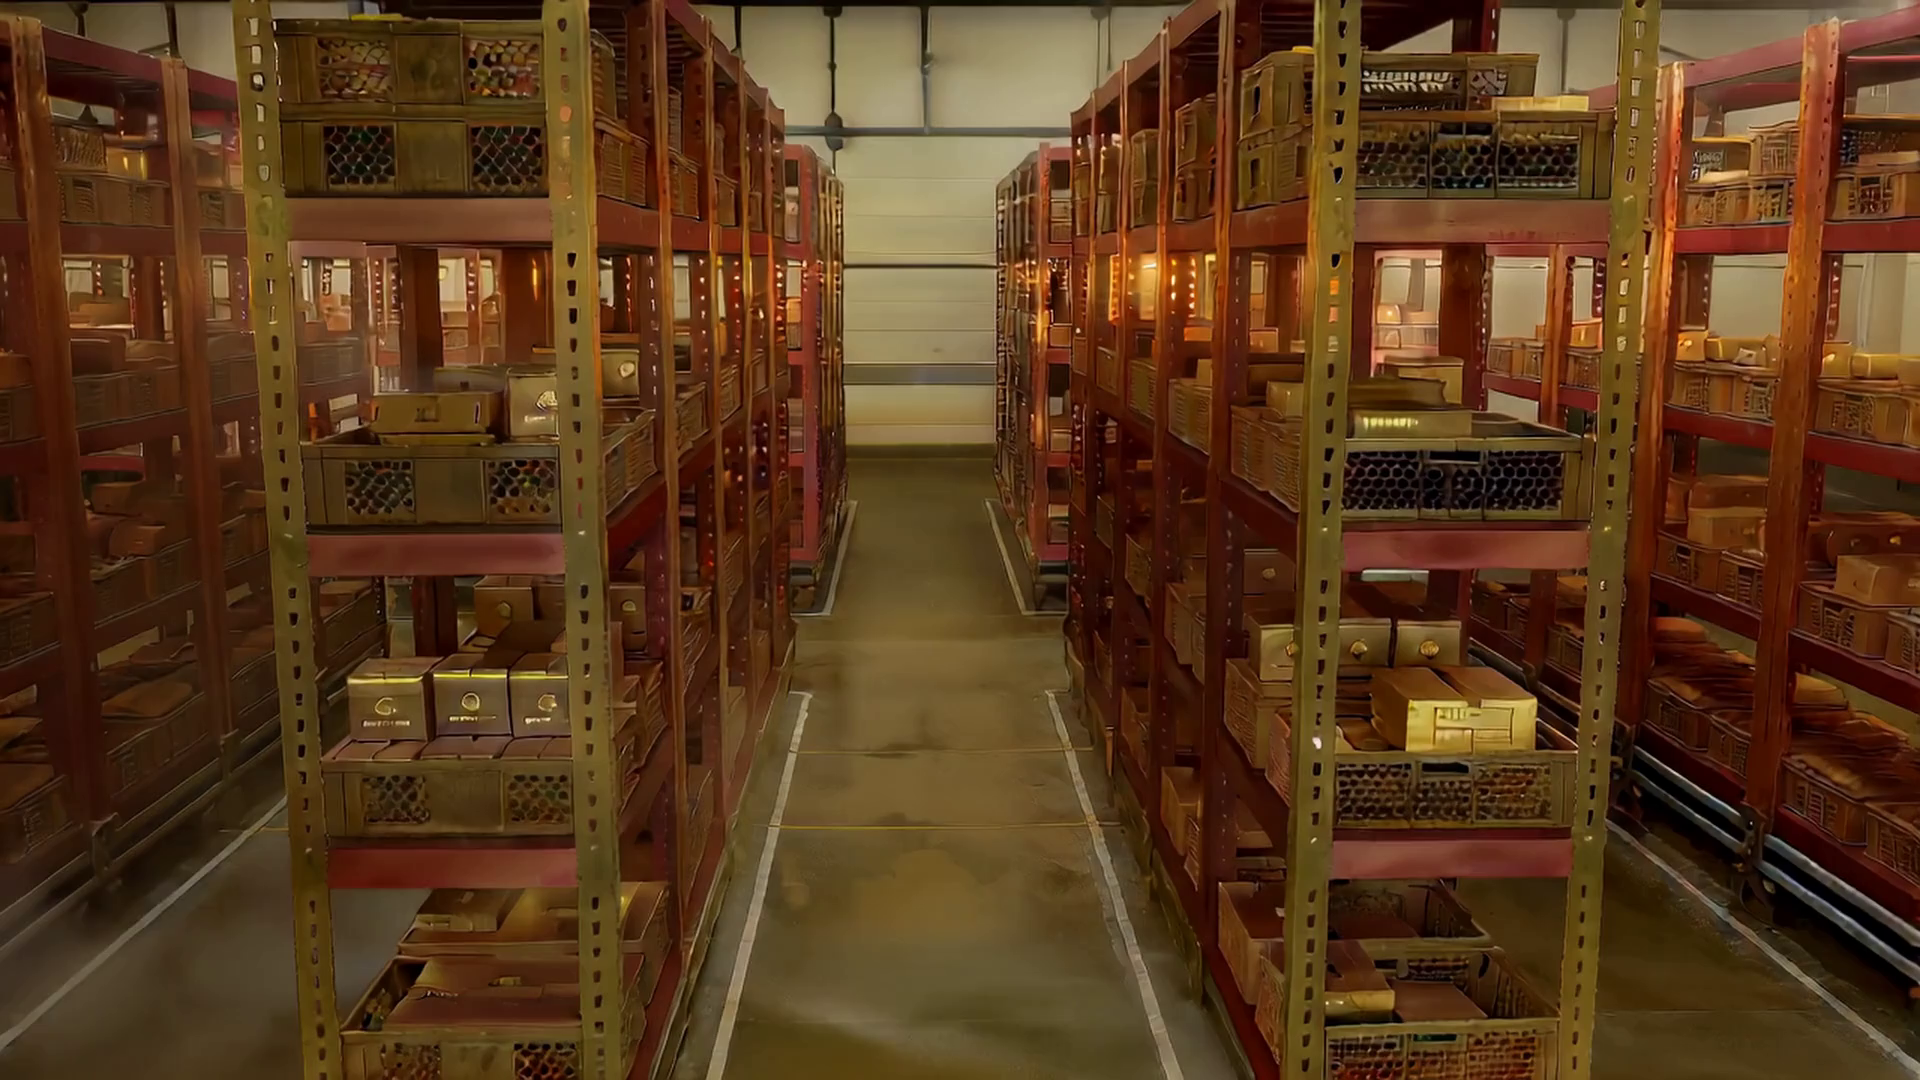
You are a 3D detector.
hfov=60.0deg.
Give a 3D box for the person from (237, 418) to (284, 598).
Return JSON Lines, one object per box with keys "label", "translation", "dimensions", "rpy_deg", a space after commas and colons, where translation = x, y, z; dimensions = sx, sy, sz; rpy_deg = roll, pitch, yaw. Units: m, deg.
{"label": "person", "translation": [-5.249, -0.260, 12.497], "dimensions": [0.729, 1.804, 0.425], "rpy_deg": [8, 12, 39]}
